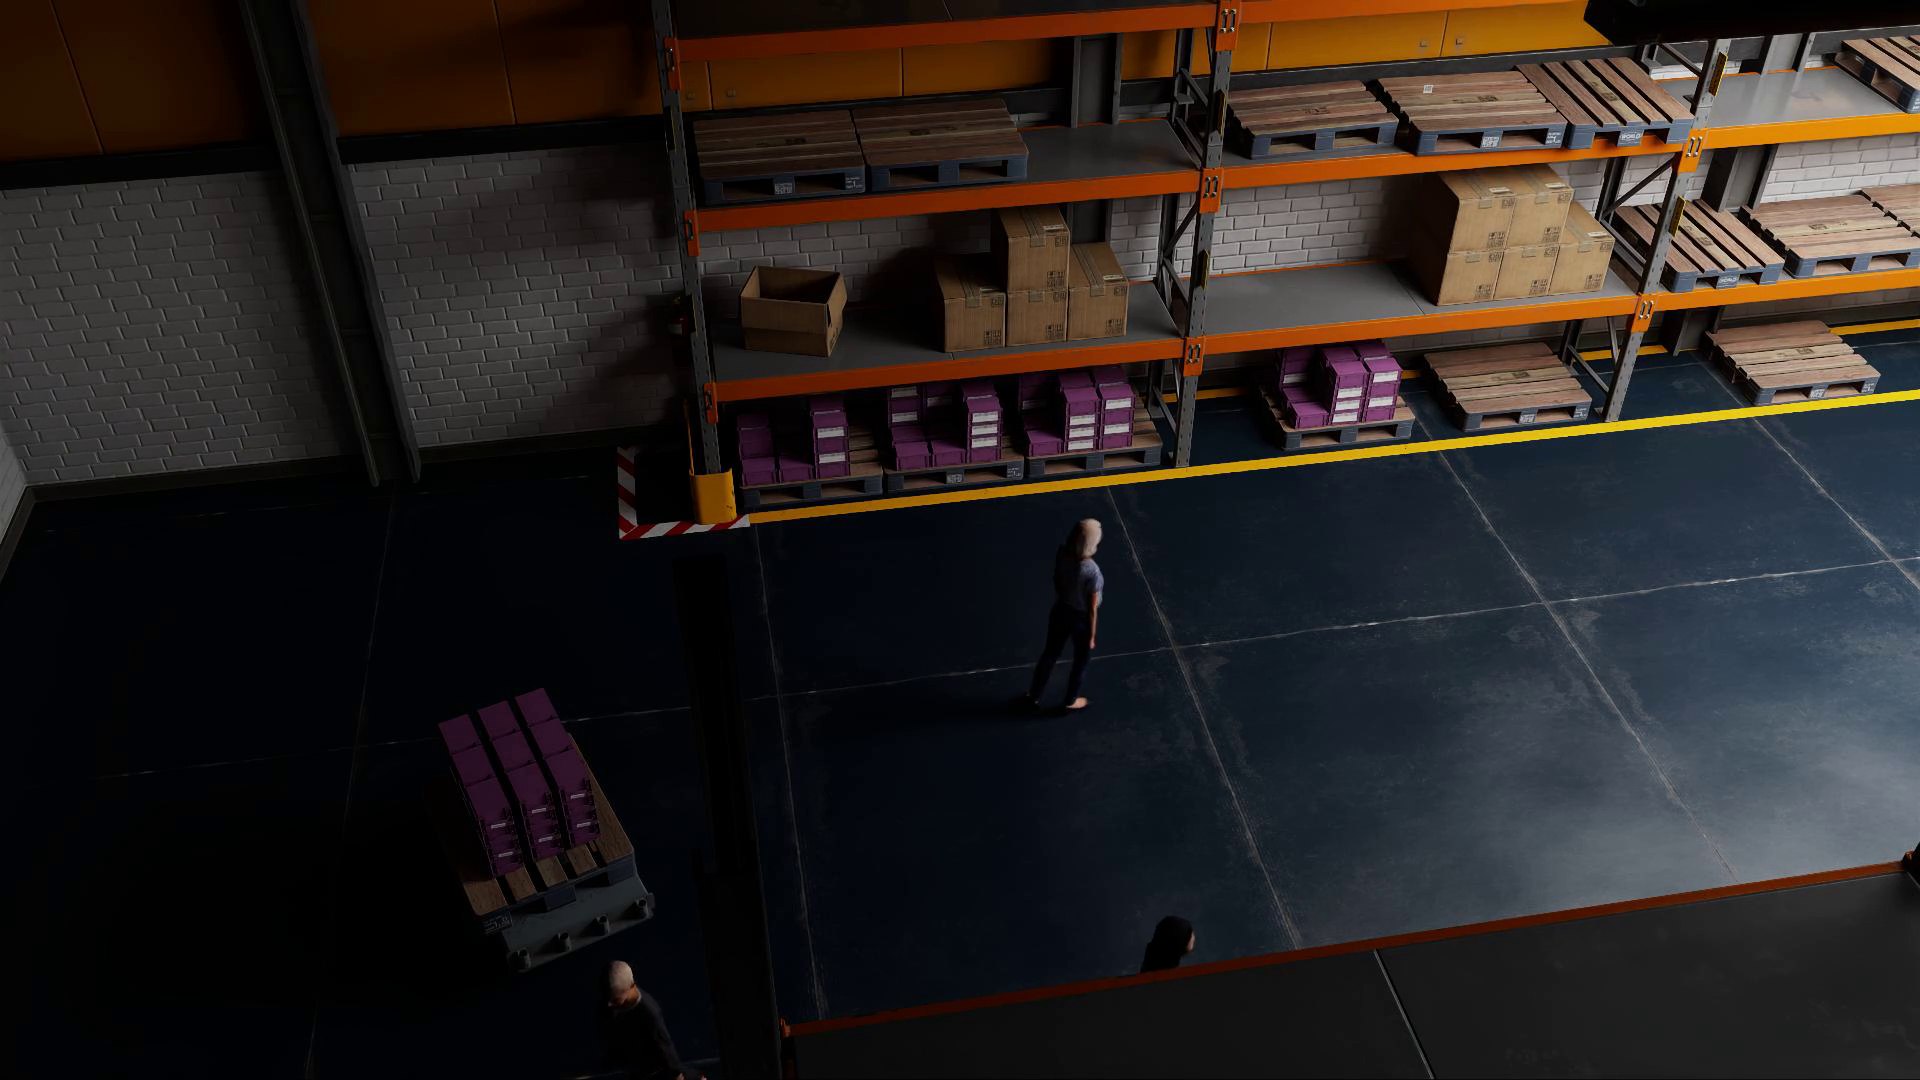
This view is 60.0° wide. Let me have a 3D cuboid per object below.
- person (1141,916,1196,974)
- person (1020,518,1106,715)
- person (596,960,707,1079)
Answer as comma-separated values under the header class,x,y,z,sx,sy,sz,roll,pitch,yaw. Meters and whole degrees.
class,x,y,z,sx,sy,sz,roll,pitch,yaw
person,1.012,2.656,8.928,0.891,1.719,0.620,-5,39,-7
person,0.752,0.545,11.581,0.828,1.706,0.873,27,46,30
person,-1.652,2.692,8.915,1.058,1.678,1.169,27,46,30
